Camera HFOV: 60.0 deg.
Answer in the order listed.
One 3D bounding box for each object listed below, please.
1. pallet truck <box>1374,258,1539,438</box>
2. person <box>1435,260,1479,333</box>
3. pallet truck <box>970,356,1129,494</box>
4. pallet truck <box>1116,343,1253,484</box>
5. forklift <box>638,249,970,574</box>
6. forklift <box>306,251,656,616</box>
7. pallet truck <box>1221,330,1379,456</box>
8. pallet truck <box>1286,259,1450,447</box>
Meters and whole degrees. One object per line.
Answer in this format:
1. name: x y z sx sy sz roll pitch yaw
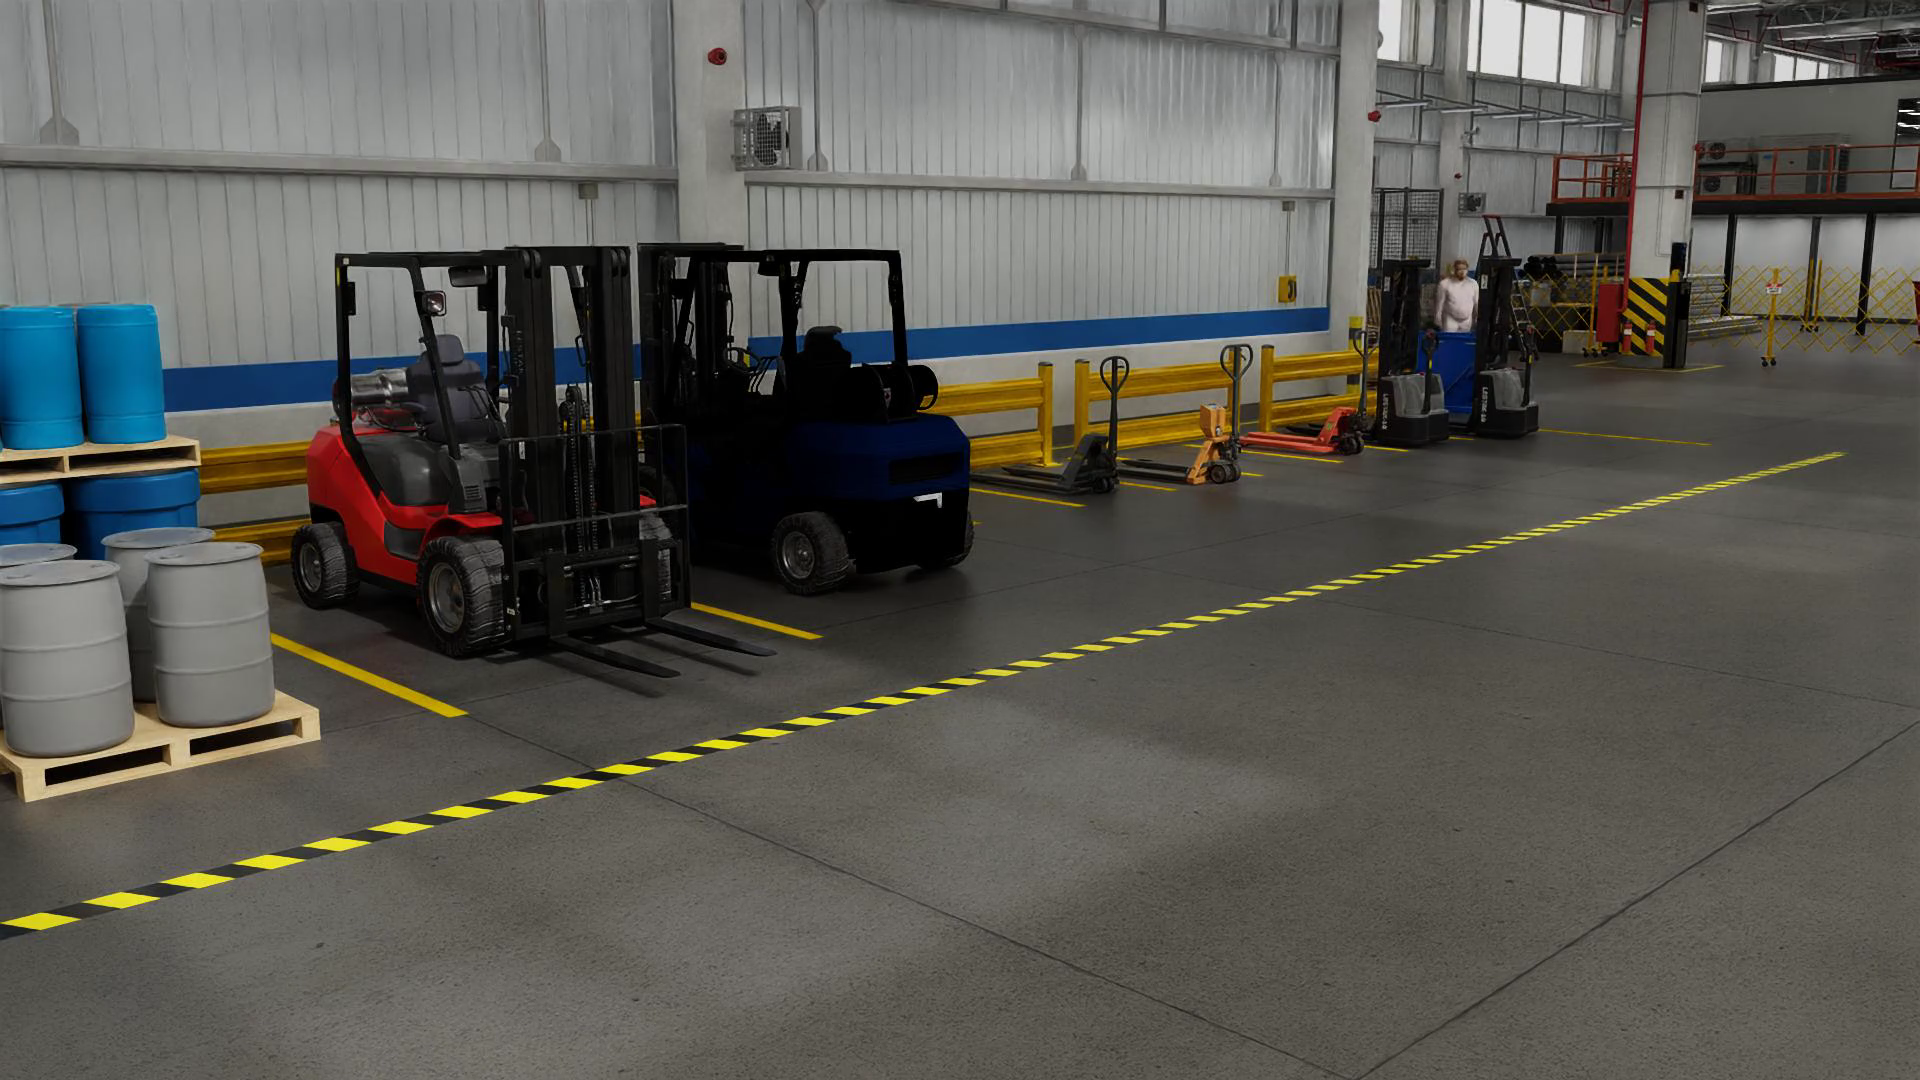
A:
1. pallet truck: 5.704 -2.208 18.901 1.885 1.965 0.823 10 14 43
2. person: 7.556 -3.278 25.087 0.662 1.856 0.972 -1 10 -6
3. pallet truck: 0.784 -1.085 14.876 0.680 1.201 1.601 -10 14 -44
4. pallet truck: 1.962 -1.215 15.415 1.522 1.261 0.704 10 14 43
5. forklift: -1.173 -0.958 11.239 2.680 1.987 1.157 10 14 43
6. forklift: -2.833 -0.669 9.694 1.157 1.987 2.680 -10 14 -44
7. pallet truck: 3.563 -1.581 17.381 0.653 1.274 1.630 -10 14 -44
8. pallet truck: 4.493 -2.078 18.196 0.823 1.965 1.885 -9 14 -40
